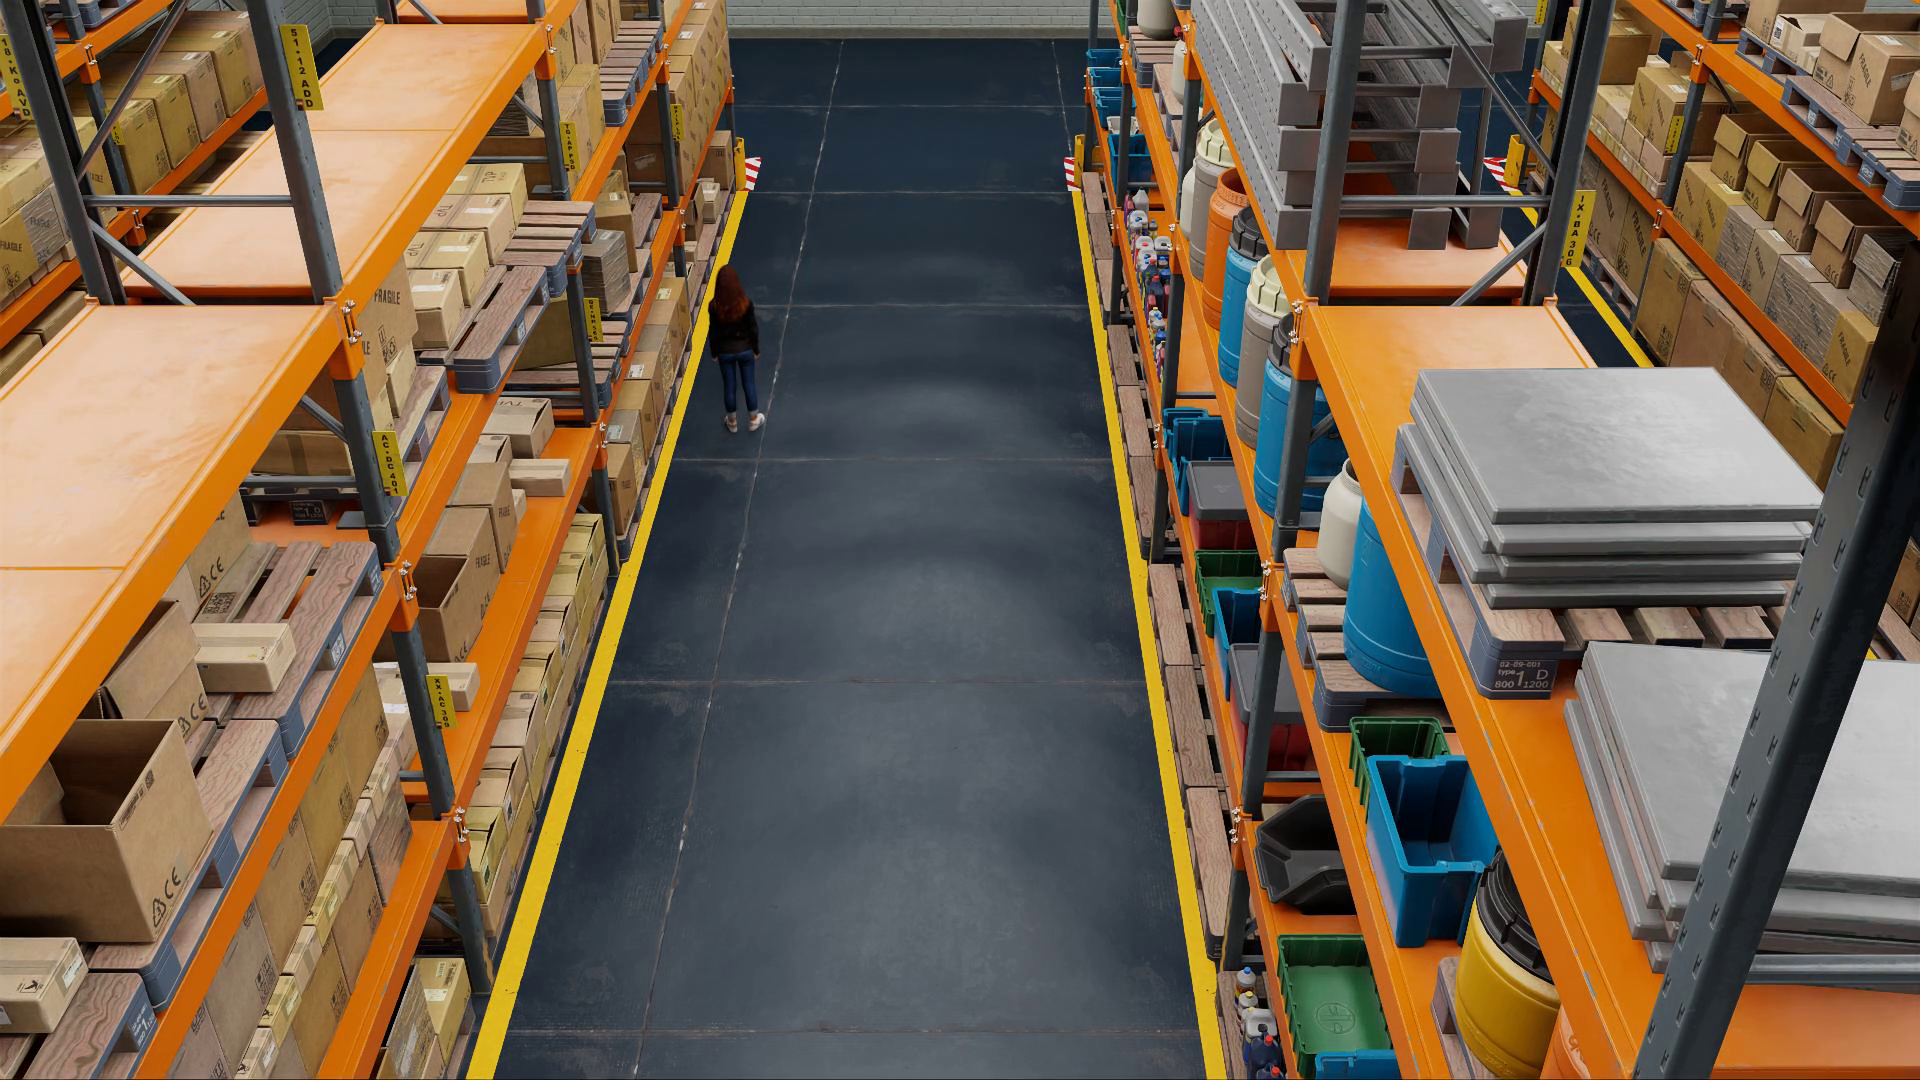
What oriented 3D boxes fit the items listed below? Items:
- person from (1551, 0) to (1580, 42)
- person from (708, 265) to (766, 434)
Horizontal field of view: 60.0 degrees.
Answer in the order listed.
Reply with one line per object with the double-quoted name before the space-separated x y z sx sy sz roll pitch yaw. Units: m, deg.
"person" 7.931 -7.007 21.854 0.813 1.862 0.634 -9 34 -14
"person" -1.878 -1.594 13.879 0.591 1.483 0.536 -5 33 -7
